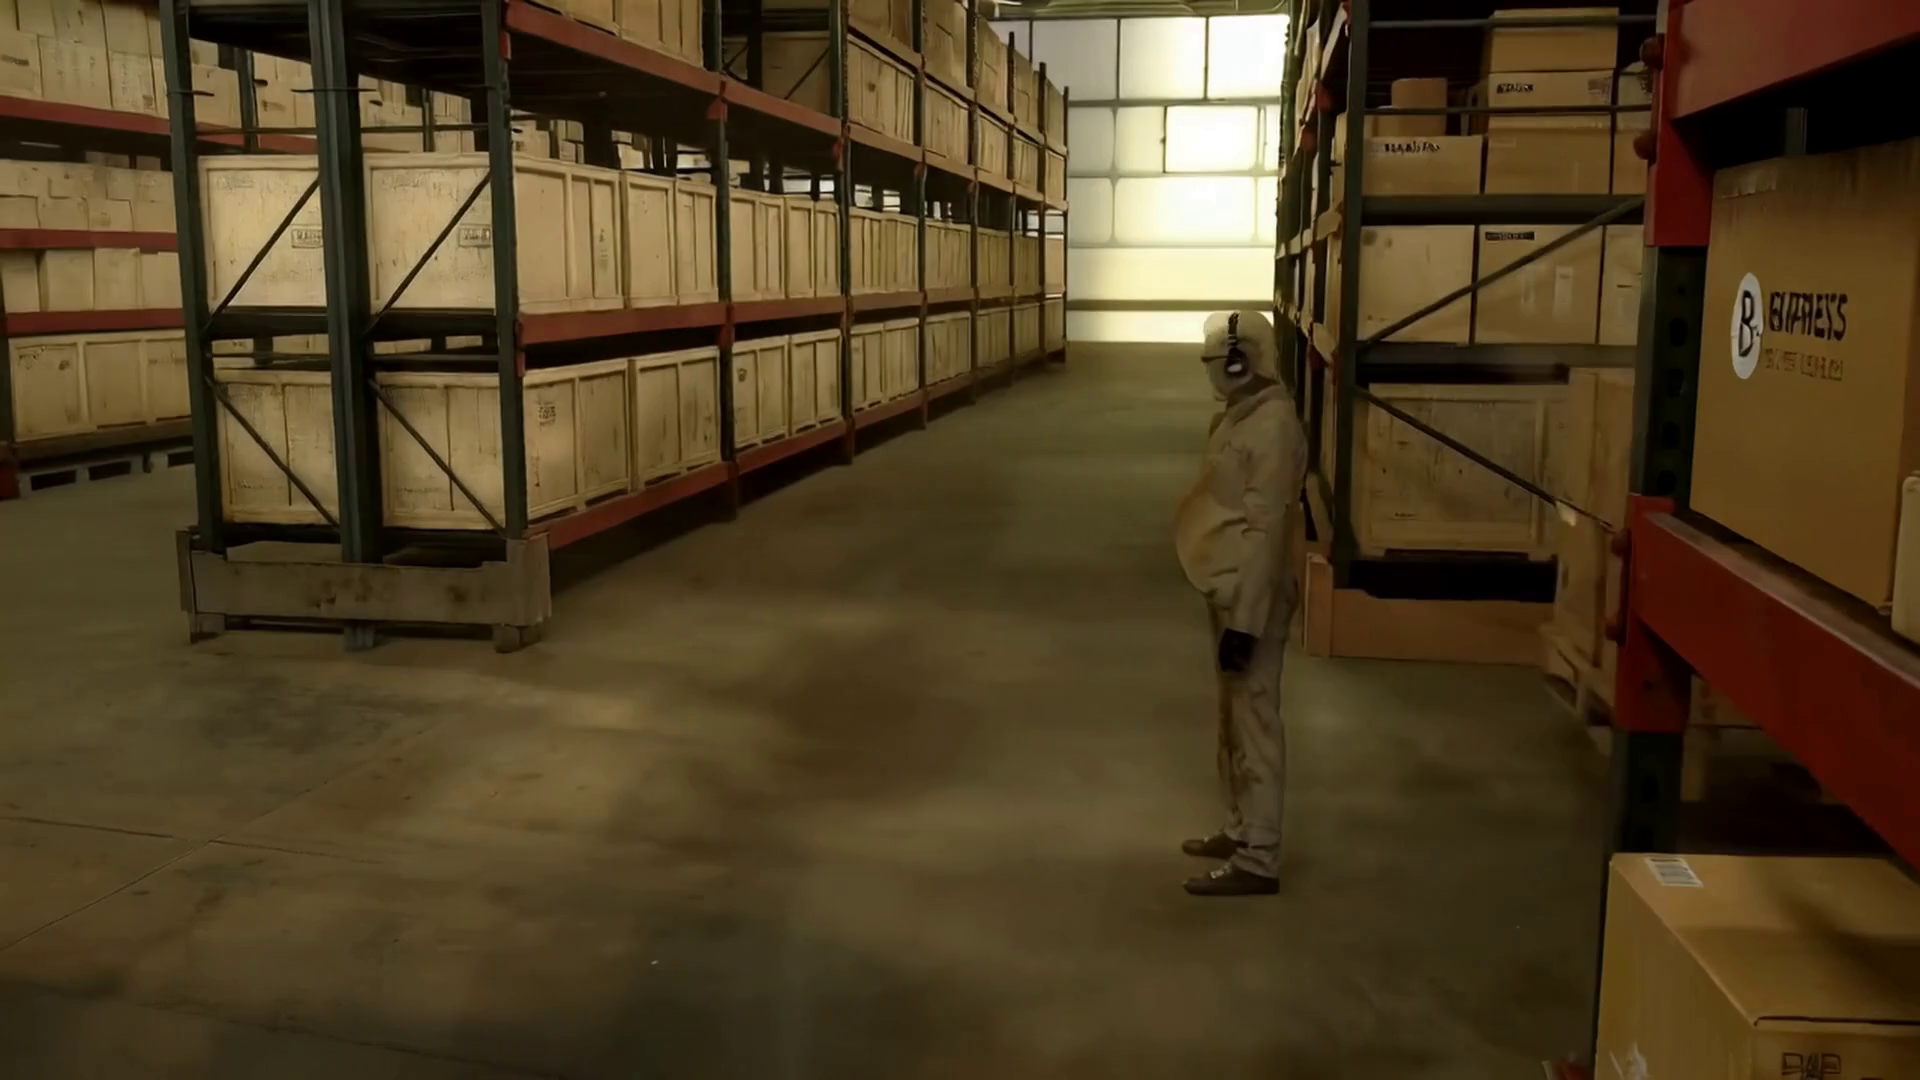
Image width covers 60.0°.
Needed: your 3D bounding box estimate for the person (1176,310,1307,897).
[{"bbox_3d":[0.906,0.207,5.441,0.406,1.902,0.637,1,9,8],"label":"person"}]
